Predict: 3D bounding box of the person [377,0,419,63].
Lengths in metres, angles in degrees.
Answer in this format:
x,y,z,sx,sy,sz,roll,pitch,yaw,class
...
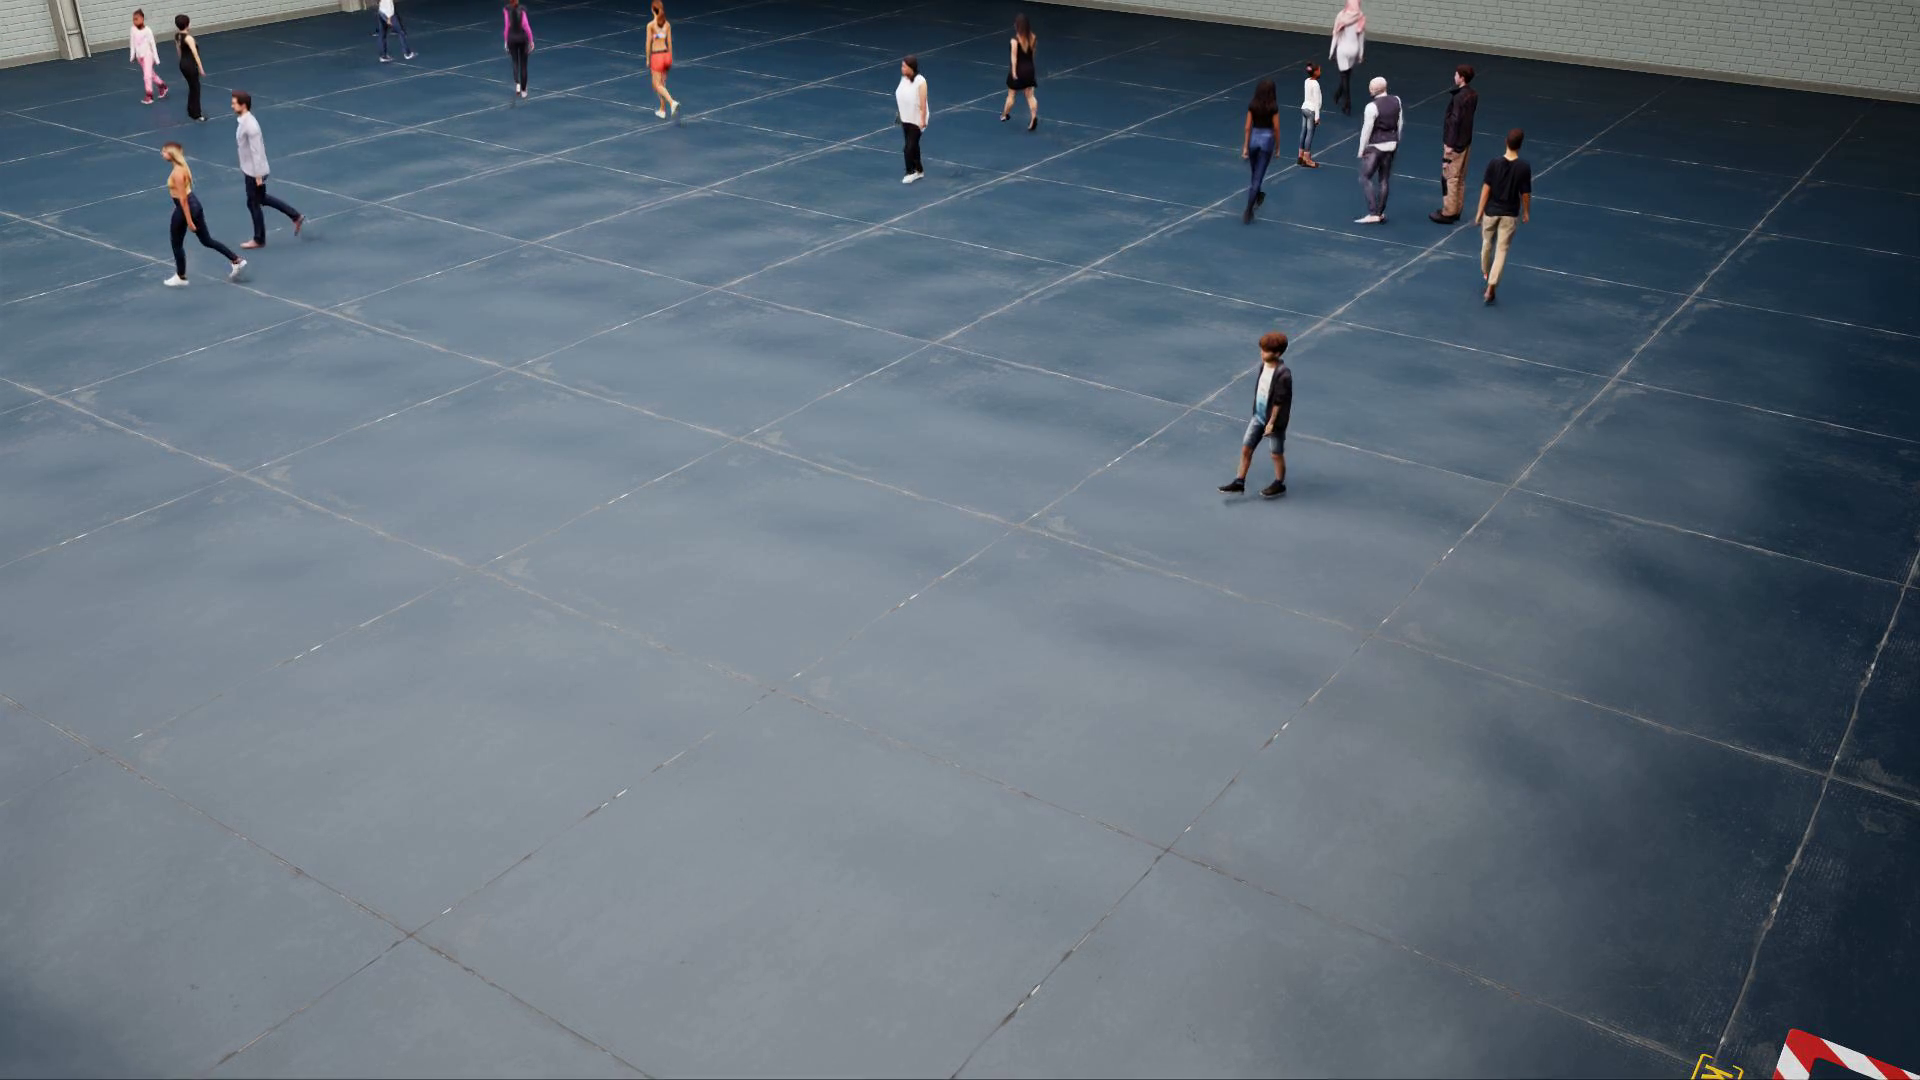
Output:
x,y,z,sx,sy,sz,roll,pitch,yaw,class
-10.224,-9.238,29.404,0.591,1.530,0.931,23,35,38,person

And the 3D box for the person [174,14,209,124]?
x,y,z,sx,sy,sz,roll,pitch,yaw,class
-11.768,-7.138,25.259,0.586,1.591,0.530,18,32,31,person

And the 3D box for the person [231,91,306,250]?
x,y,z,sx,sy,sz,roll,pitch,yaw,class
-8.244,-4.382,19.642,1.148,1.834,1.005,-11,29,-21,person

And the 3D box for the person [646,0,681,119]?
x,y,z,sx,sy,sz,roll,pitch,yaw,class
-4.531,-7.279,25.334,0.949,1.773,0.771,-23,35,-37,person

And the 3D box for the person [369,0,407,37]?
x,y,z,sx,sy,sz,roll,pitch,yaw,class
-10.296,-9.960,30.019,1.029,1.693,0.987,-5,28,-10,person

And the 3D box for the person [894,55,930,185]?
x,y,z,sx,sy,sz,roll,pitch,yaw,class
-0.584,-5.654,22.286,0.822,1.673,0.777,-15,31,-26,person

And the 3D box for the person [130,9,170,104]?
x,y,z,sx,sy,sz,roll,pitch,yaw,class
-13.032,-7.775,26.679,0.752,1.423,1.056,8,28,15,person

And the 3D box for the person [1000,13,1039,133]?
x,y,z,sx,sy,sz,roll,pitch,yaw,class
0.992,-6.896,24.696,1.059,1.678,0.959,-17,32,-30,person

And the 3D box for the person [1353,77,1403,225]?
x,y,z,sx,sy,sz,roll,pitch,yaw,class
5.202,-4.801,20.497,0.807,1.796,0.951,-5,28,-9,person

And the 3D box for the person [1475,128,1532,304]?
x,y,z,sx,sy,sz,roll,pitch,yaw,class
5.796,-3.439,17.831,0.851,1.815,1.185,10,29,19,person

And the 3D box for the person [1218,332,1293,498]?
x,y,z,sx,sy,sz,roll,pitch,yaw,class
2.581,-1.006,13.530,0.896,1.428,0.747,-14,30,-25,person

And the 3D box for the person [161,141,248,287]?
x,y,z,sx,sy,sz,roll,pitch,yaw,class
-8.433,-3.596,18.374,1.127,1.596,1.060,-5,28,-9,person

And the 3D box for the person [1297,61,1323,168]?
x,y,z,sx,sy,sz,roll,pitch,yaw,class
4.858,-5.920,23.058,0.669,1.441,0.615,-6,28,-11,person

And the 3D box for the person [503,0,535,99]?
x,y,z,sx,sy,sz,roll,pitch,yaw,class
-7.122,-7.984,26.750,0.725,1.730,0.776,-2,27,-4,person

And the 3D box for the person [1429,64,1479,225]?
x,y,z,sx,sy,sz,roll,pitch,yaw,class
6.141,-4.883,20.516,0.737,1.924,0.513,17,32,29,person

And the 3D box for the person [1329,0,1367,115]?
x,y,z,sx,sy,sz,roll,pitch,yaw,class
6.025,-7.488,25.751,1.106,1.762,1.199,-3,27,-6,person

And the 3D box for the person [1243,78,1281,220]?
x,y,z,sx,sy,sz,roll,pitch,yaw,class
3.708,-4.804,20.626,0.761,1.682,1.219,11,29,20,person
